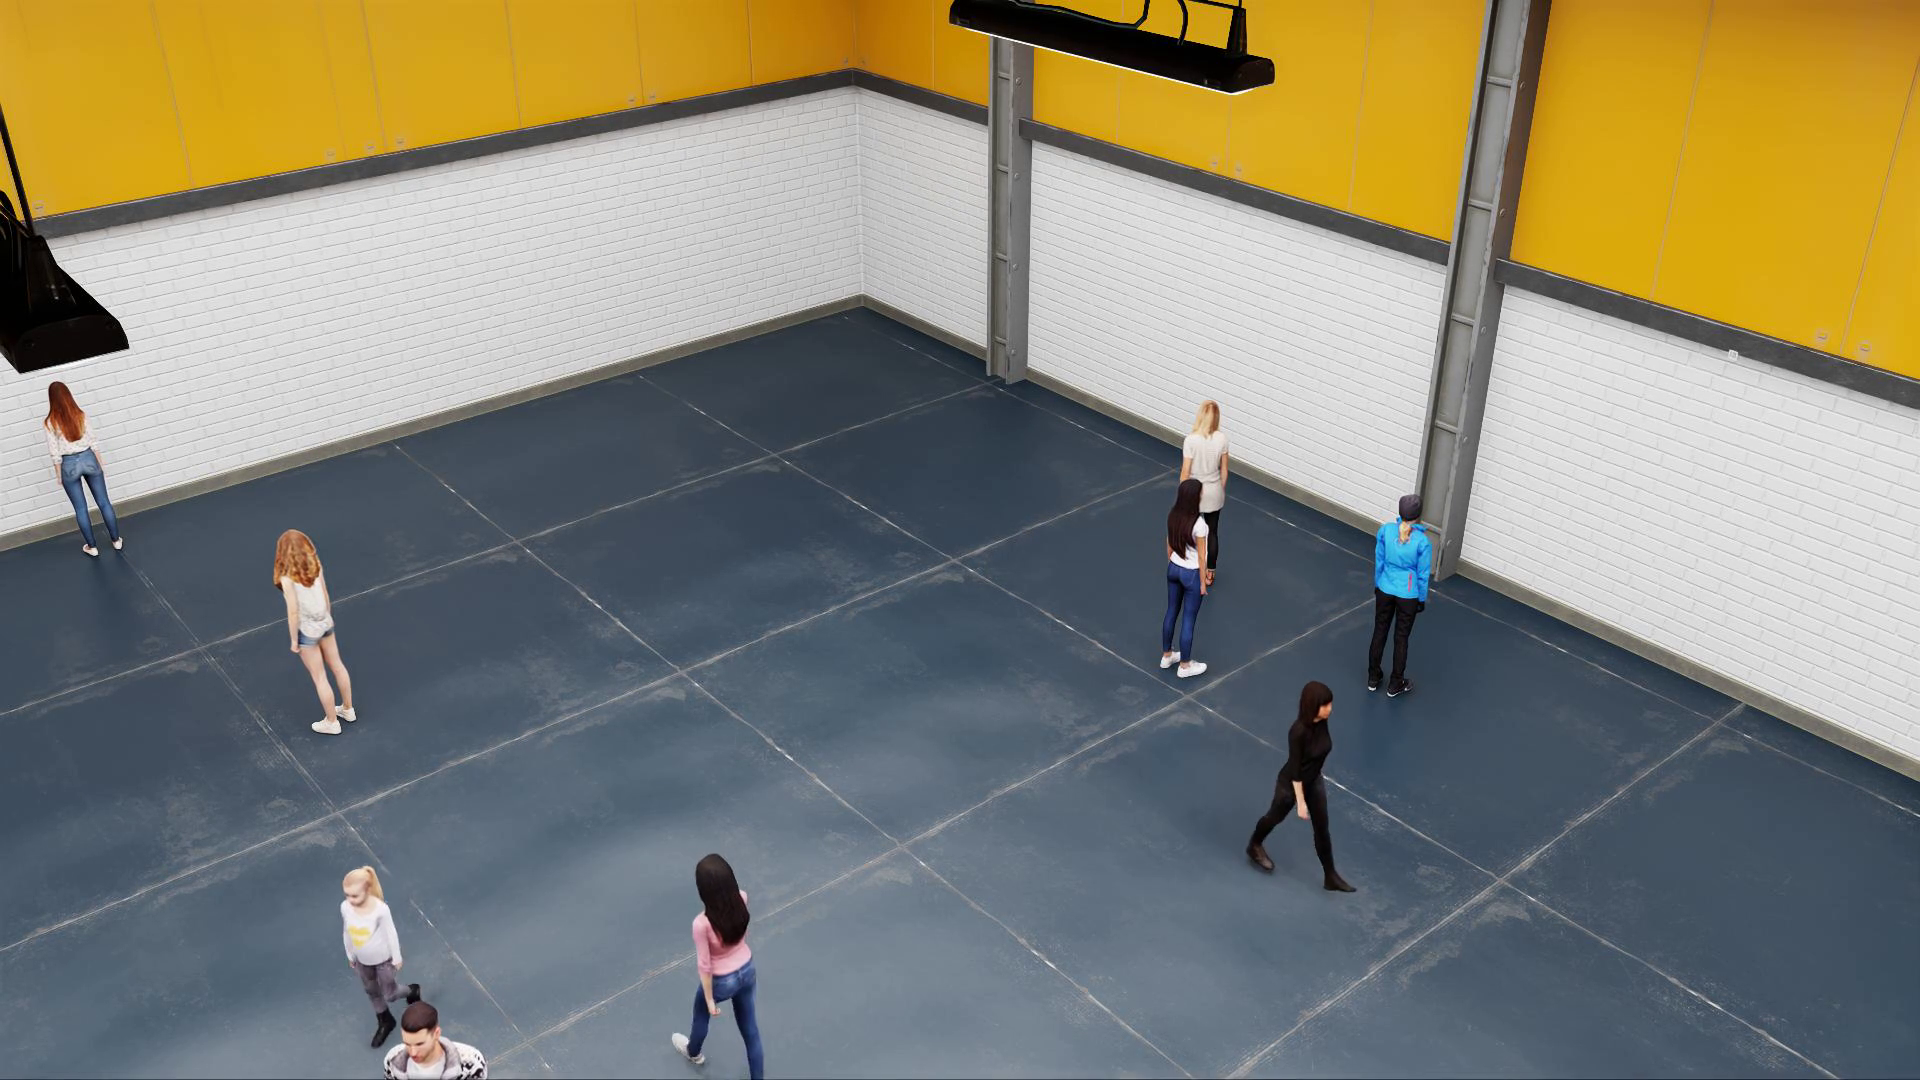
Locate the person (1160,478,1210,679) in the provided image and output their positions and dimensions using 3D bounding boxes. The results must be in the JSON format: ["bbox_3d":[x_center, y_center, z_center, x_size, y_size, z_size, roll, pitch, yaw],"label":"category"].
[{"bbox_3d":[1.847,0.300,13.660,0.668,1.774,0.473,-18,34,-30],"label":"person"}]

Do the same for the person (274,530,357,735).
[{"bbox_3d":[-5.005,0.712,12.921,0.629,1.759,0.633,13,31,22],"label":"person"}]

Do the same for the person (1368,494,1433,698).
[{"bbox_3d":[3.525,0.438,13.383,0.524,1.797,0.714,21,35,34],"label":"person"}]

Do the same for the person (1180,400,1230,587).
[{"bbox_3d":[2.174,-0.405,14.899,0.690,1.826,0.686,-6,29,-10],"label":"person"}]

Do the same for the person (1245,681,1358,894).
[{"bbox_3d":[2.246,1.649,11.370,0.575,1.599,1.050,-23,36,-36],"label":"person"}]

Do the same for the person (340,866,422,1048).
[{"bbox_3d":[-3.543,2.491,10.168,0.671,1.272,0.713,7,29,13],"label":"person"}]

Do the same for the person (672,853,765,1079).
[{"bbox_3d":[-1.280,2.567,9.569,0.613,1.714,1.014,-24,37,-37],"label":"person"}]

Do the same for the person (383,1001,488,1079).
[{"bbox_3d":[-2.631,3.065,8.500,0.762,1.862,0.800,0,29,0],"label":"person"}]

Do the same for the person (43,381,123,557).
[{"bbox_3d":[-8.204,-0.674,15.494,0.578,1.728,0.493,-21,35,-33],"label":"person"}]
